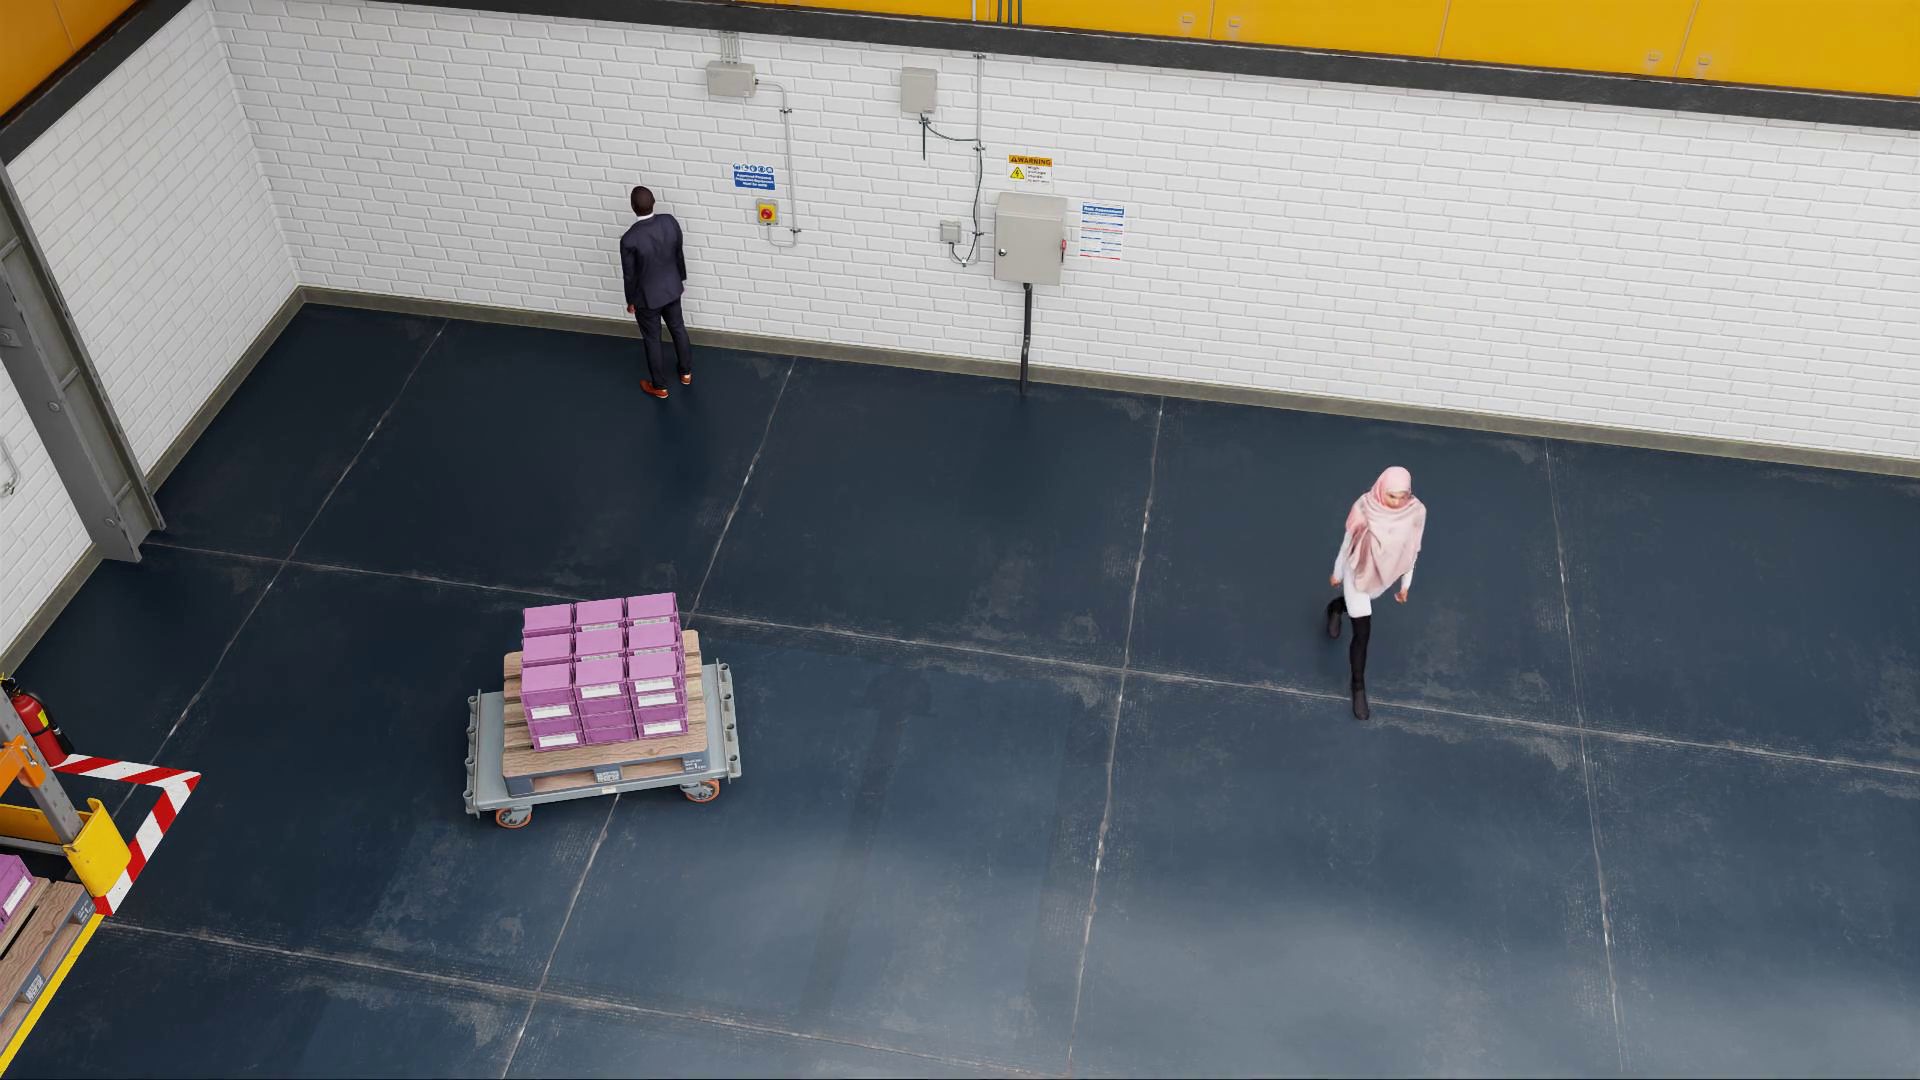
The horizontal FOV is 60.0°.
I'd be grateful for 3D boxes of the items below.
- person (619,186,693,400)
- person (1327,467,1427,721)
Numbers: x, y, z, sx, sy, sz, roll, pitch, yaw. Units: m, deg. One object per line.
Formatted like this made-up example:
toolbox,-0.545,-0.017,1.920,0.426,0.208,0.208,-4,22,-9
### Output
person,-2.313,-1.895,12.688,0.769,1.824,0.851,-30,51,-28
person,2.591,0.168,10.575,0.889,1.750,1.301,-3,44,-3
